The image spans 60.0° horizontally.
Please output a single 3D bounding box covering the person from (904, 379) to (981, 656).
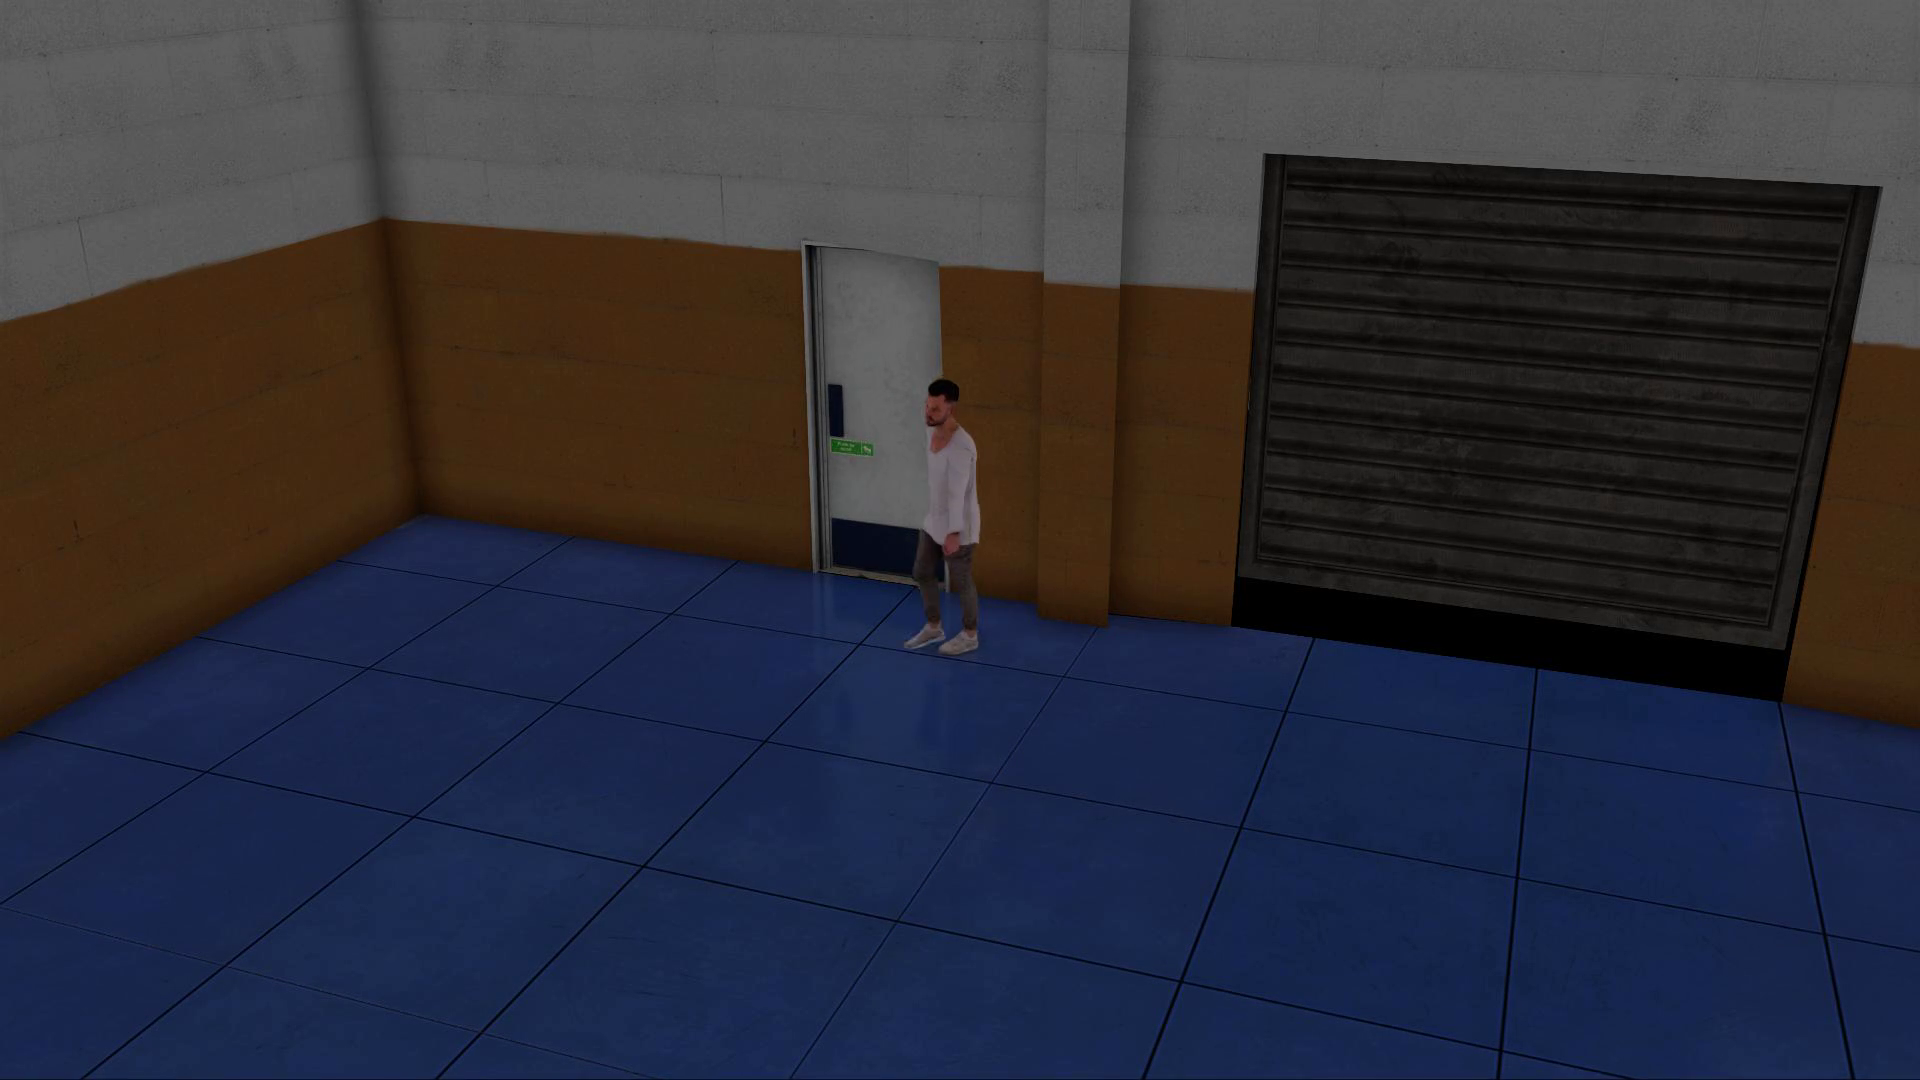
[{"bbox_3d":[-0.021,-0.133,9.931,0.904,1.805,0.831,-9,24,-22],"label":"person"}]
